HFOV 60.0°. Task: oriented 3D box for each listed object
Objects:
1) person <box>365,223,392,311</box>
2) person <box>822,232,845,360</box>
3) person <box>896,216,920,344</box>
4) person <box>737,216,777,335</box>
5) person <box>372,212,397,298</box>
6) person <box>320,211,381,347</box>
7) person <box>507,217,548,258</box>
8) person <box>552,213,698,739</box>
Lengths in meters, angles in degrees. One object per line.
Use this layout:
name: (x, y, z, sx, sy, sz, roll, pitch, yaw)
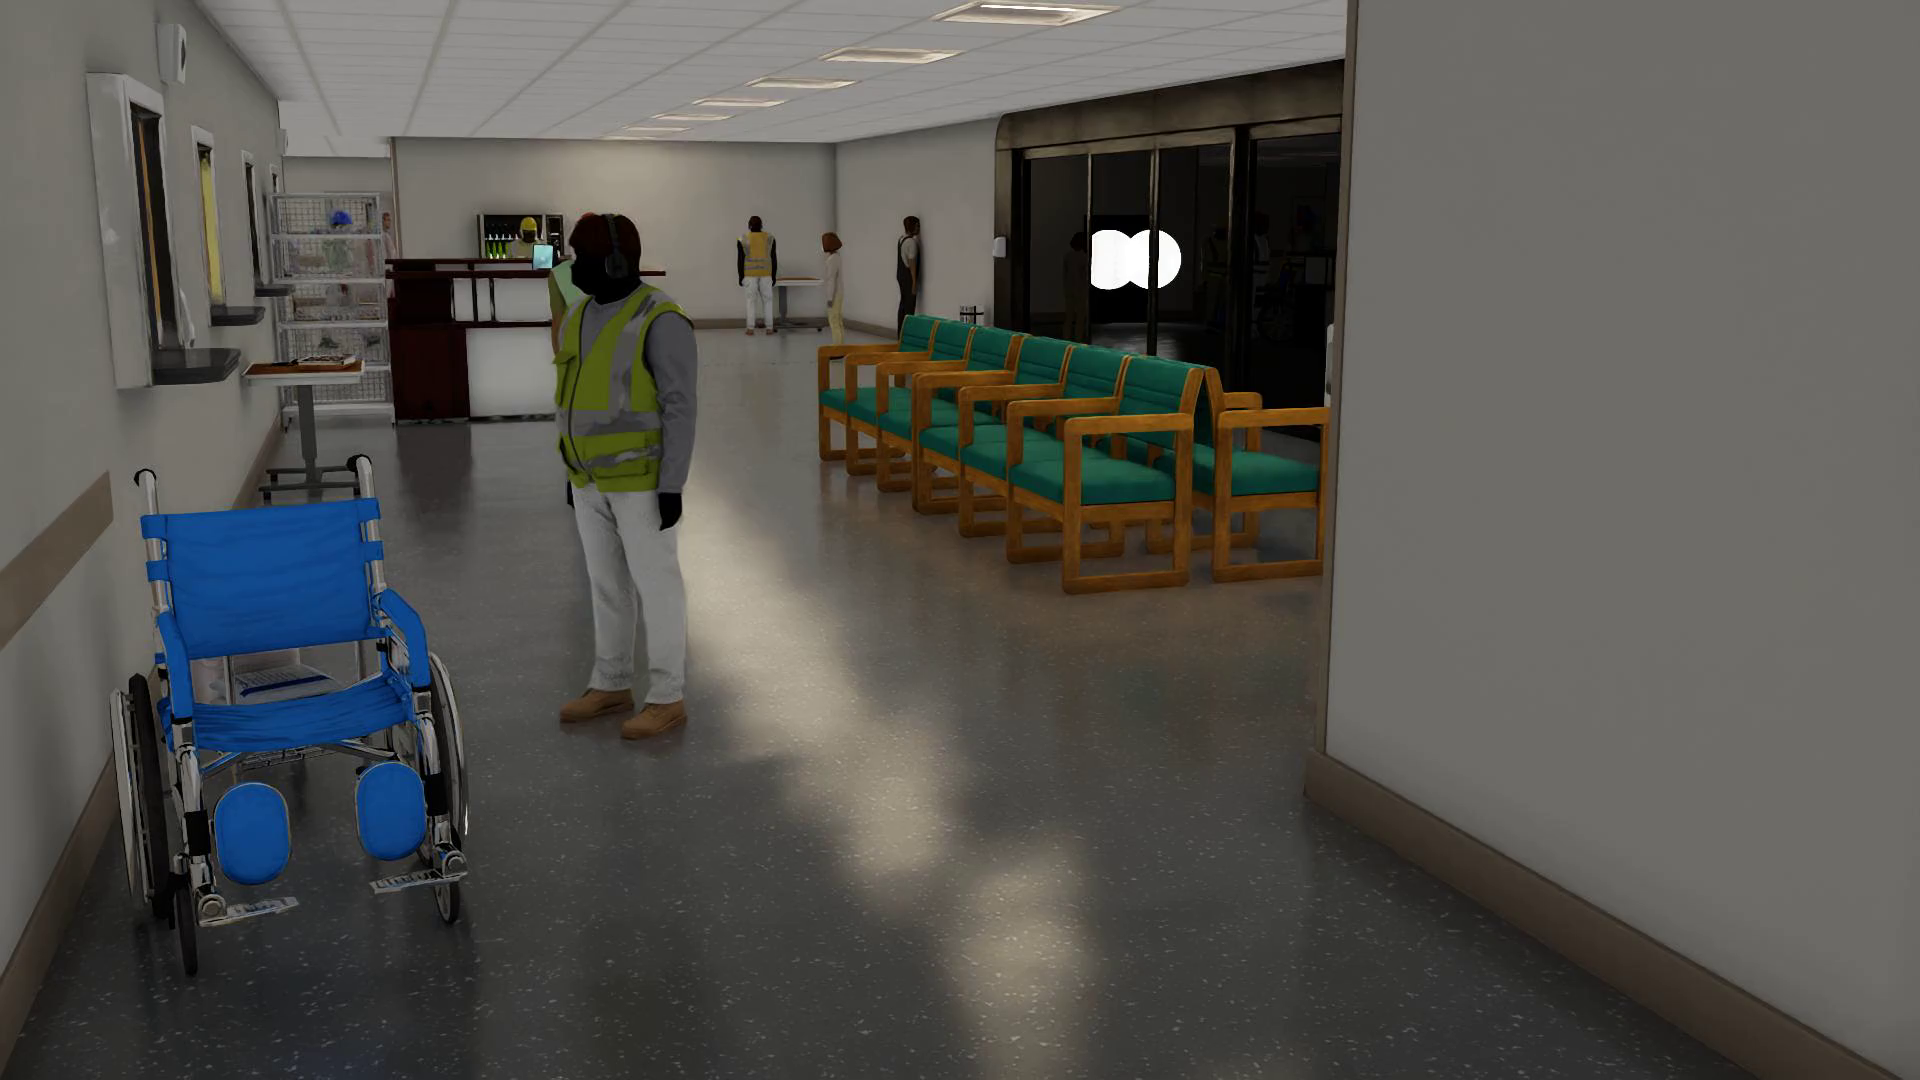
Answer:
person: (-11.306, -5.352, 32.558, 0.537, 1.708, 0.765, 4, 12, 21)
person: (-1.624, -3.114, 21.302, 0.286, 1.628, 0.505, 1, 11, 5)
person: (-0.720, -3.644, 23.468, 0.338, 1.838, 0.506, -4, 12, -21)
person: (-3.143, -4.093, 25.779, 0.624, 1.840, 0.429, -3, 11, -14)
person: (-10.113, -4.811, 29.301, 0.406, 1.901, 0.654, -3, 11, -14)
person: (-8.586, -3.634, 23.262, 0.926, 1.896, 0.629, 1, 11, 3)
person: (-5.776, -3.418, 22.361, 0.601, 1.824, 0.403, -2, 11, -12)
person: (-1.201, -0.219, 5.891, 0.625, 1.840, 0.430, 9, 14, 40)
